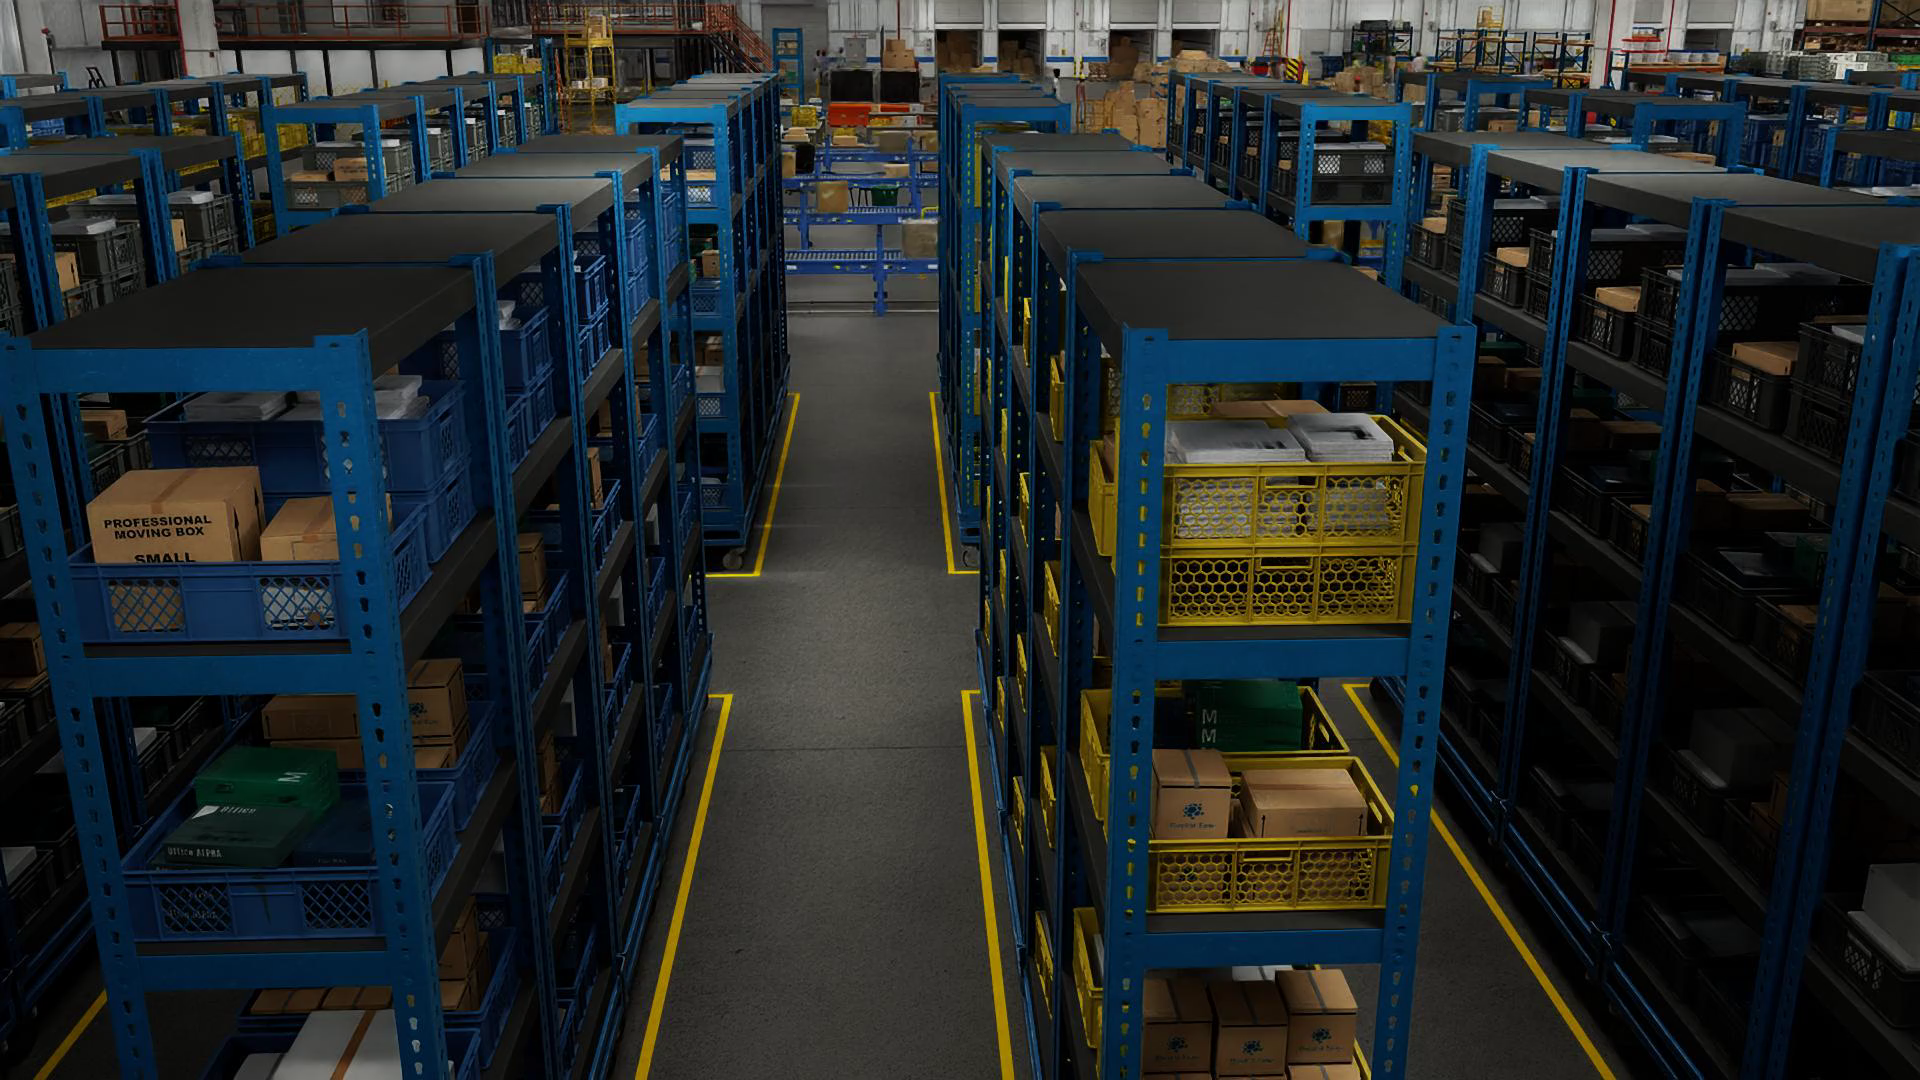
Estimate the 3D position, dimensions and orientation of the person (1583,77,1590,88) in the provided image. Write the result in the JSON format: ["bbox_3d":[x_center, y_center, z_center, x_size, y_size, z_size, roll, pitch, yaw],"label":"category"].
[{"bbox_3d":[20.784,-14.387,55.294,0.359,1.936,0.552,-6,19,-18],"label":"person"}]

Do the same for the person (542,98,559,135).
[{"bbox_3d":[-10.236,-10.151,42.084,0.627,1.995,0.982,11,21,32],"label":"person"}]

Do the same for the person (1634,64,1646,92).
[{"bbox_3d":[30.889,-20.918,75.339,0.699,2.000,0.634,1,18,3],"label":"person"}]

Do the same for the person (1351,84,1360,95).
[{"bbox_3d":[13.735,-14.947,57.573,0.821,1.591,0.509,-2,18,-8],"label":"person"}]

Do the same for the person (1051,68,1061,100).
[{"bbox_3d":[3.598,-16.864,62.929,0.554,1.952,0.638,1,18,4],"label":"person"}]

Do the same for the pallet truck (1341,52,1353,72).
[{"bbox_3d":[18.794,-23.123,82.231,0.823,1.965,1.885,-13,22,-35],"label":"pallet truck"}]

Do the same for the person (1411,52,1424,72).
[{"bbox_3d":[23.427,-24.040,85.259,0.637,1.874,1.054,-5,18,-14],"label":"person"}]

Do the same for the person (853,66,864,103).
[{"bbox_3d":[-4.335,-19.427,71.253,0.510,1.694,0.881,-5,19,-15],"label":"person"}]

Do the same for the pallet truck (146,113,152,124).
[{"bbox_3d":[-18.087,-8.309,36.390,1.885,1.965,0.823,-1,18,-4],"label":"pallet truck"}]

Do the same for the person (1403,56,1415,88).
[{"bbox_3d":[23.361,-24.233,86.227,0.875,1.650,0.545,-9,20,-26],"label":"person"}]

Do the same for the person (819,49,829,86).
[{"bbox_3d":[-7.358,-25.448,89.574,0.550,1.907,0.816,11,21,31],"label":"person"}]

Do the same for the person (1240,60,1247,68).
[{"bbox_3d":[12.309,-20.012,72.778,0.593,1.884,0.804,-6,19,-19],"label":"person"}]

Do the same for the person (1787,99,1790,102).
[{"bbox_3d":[29.226,-15.299,58.227,0.580,1.874,0.448,-6,19,-18],"label":"person"}]

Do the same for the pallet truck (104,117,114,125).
[{"bbox_3d":[-18.367,-7.885,35.078,1.885,1.965,0.823,1,18,2],"label":"pallet truck"}]

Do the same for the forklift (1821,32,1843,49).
[{"bbox_3d":[46.003,-25.465,88.065,1.129,2.768,1.873,-1,18,-2],"label":"forklift"}]

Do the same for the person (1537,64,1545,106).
[{"bbox_3d":[24.103,-18.848,69.231,0.509,1.860,0.334,-16,24,-40],"label":"person"}]

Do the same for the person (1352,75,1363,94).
[{"bbox_3d":[13.932,-15.270,58.077,0.591,1.907,0.628,5,18,14],"label":"person"}]

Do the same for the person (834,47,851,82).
[{"bbox_3d":[-6.665,-26.717,93.528,1.016,1.894,0.607,-2,18,-7],"label":"person"}]

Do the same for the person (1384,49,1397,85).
[{"bbox_3d":[23.379,-25.622,90.113,0.515,1.911,0.586,13,22,34],"label":"person"}]

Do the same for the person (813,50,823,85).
[{"bbox_3d":[-7.678,-25.705,90.492,0.620,1.835,0.431,-10,21,-29],"label":"person"}]

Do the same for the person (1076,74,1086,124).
[{"bbox_3d":[4.489,-16.313,61.529,0.312,1.768,0.522,-12,22,-33],"label":"person"}]

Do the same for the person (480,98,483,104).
[{"bbox_3d":[-17.336,-15.994,60.418,0.507,1.844,0.345,-15,23,-39],"label":"person"}]

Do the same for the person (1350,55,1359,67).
[{"bbox_3d":[19.680,-23.263,82.961,0.652,1.820,0.593,-15,23,-38],"label":"person"}]

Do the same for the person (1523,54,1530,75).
[{"bbox_3d":[27.499,-22.708,81.127,0.954,1.876,0.612,2,18,6],"label":"person"}]

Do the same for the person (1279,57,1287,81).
[{"bbox_3d":[15.174,-21.877,78.641,0.807,1.846,0.524,-3,18,-9],"label":"person"}]

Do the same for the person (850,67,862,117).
[{"bbox_3d":[-4.123,-17.529,65.081,0.613,1.895,0.619,3,18,8],"label":"person"}]

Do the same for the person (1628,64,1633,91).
[{"bbox_3d":[30.112,-20.712,74.966,0.631,1.891,1.041,0,18,1],"label":"person"}]
